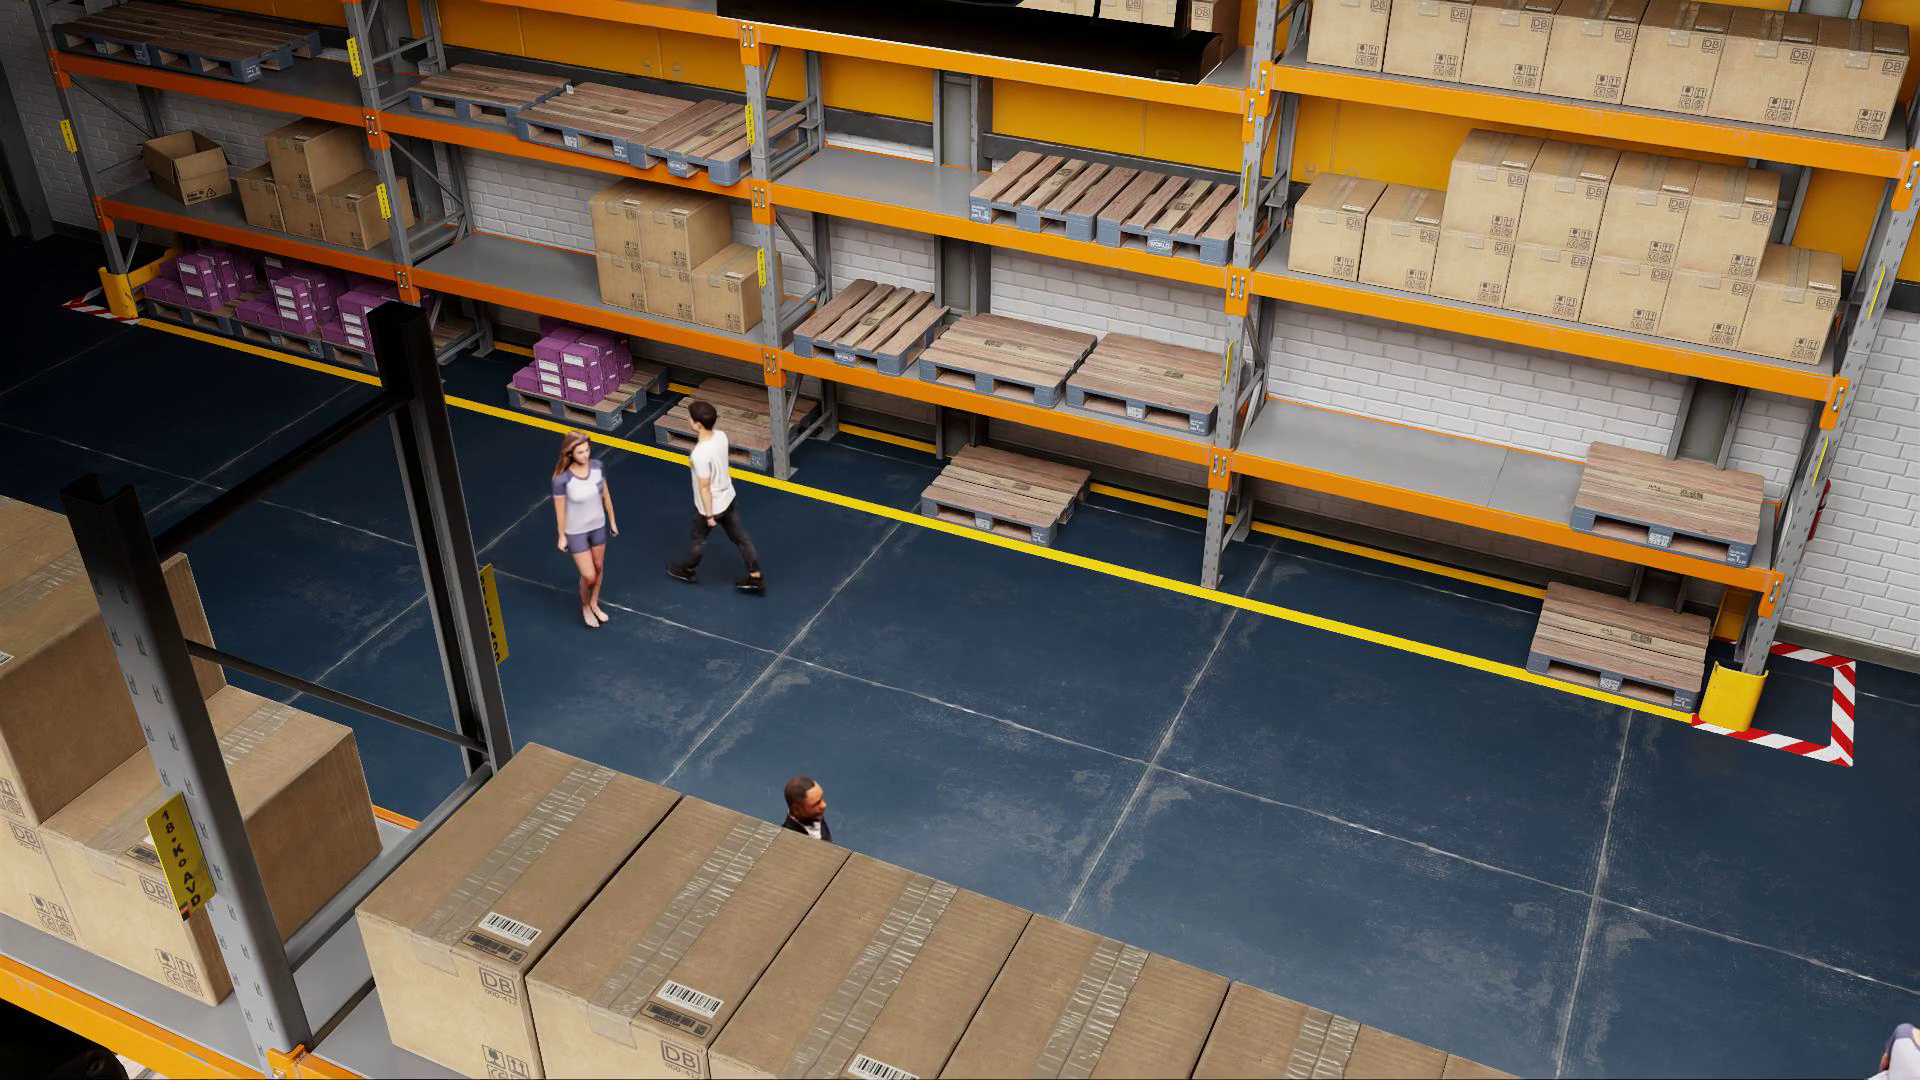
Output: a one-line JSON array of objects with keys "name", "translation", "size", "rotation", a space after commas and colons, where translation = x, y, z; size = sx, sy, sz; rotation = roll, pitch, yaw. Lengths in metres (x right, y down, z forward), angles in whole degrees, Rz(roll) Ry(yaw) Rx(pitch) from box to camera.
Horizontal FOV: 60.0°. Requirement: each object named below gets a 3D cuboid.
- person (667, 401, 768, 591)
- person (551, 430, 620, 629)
[{"name": "person", "translation": [-1.845, -0.302, 13.022], "size": [1.092, 1.679, 0.657], "rotation": [13, 36, 18]}, {"name": "person", "translation": [-2.914, -0.115, 12.706], "size": [0.717, 1.717, 0.723], "rotation": [-27, 42, -34]}]
